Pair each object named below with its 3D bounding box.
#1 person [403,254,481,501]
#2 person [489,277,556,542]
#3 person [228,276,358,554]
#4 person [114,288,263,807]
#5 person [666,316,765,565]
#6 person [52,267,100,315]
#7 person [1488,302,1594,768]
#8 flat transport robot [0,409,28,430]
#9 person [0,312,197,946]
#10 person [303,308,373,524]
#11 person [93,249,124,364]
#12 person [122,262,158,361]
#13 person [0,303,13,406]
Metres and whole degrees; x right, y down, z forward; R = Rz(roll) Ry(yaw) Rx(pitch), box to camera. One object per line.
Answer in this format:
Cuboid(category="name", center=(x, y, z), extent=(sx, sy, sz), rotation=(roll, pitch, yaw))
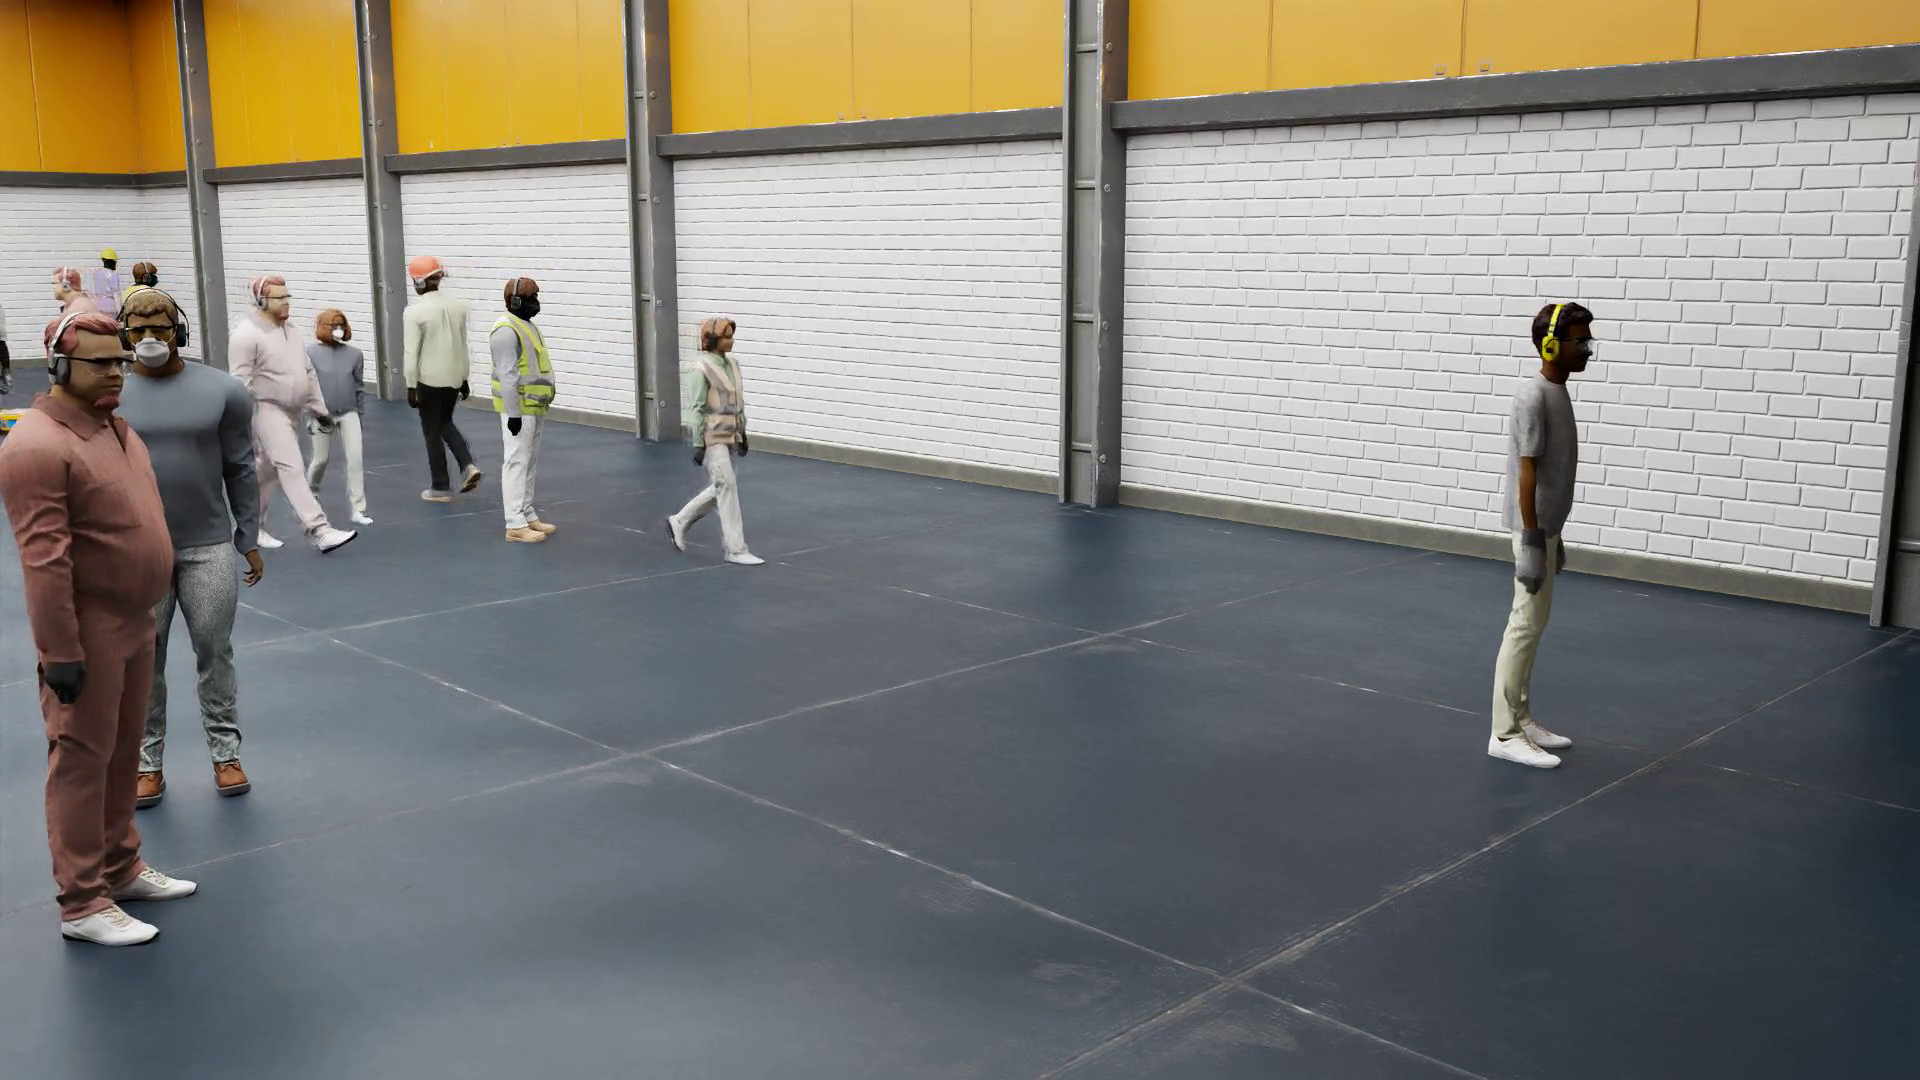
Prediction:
Cuboid(category="person", center=(-4.184, -1.285, 13.313), extent=(0.464, 1.978, 0.634), rotation=(6, 12, 31))
Cuboid(category="person", center=(-3.054, -0.916, 11.685), extent=(0.429, 1.842, 0.633), rotation=(0, 10, 0))
Cuboid(category="person", center=(-4.516, -0.832, 11.189), extent=(0.999, 1.855, 0.648), rotation=(2, 11, 8))
Cuboid(category="person", center=(-2.963, 0.030, 6.260), extent=(0.638, 1.937, 0.356), rotation=(-5, 12, -26))
Cuboid(category="person", center=(-1.615, -0.651, 10.837), extent=(0.698, 1.617, 0.520), rotation=(4, 11, 20))
Cuboid(category="person", center=(-7.800, -1.513, 14.935), extent=(1.004, 1.858, 0.652), rotation=(-3, 11, -17))
Cuboid(category="person", center=(2.375, -0.028, 6.772), extent=(0.314, 1.866, 0.557), rotation=(6, 12, 28))
Cuboid(category="flat transport robot", center=(-9.963, -1.301, 18.069), extent=(1.431, 0.197, 0.652), rotation=(0, 10, 0))
Cuboid(category="person", center=(-2.605, 0.263, 5.084), extent=(0.400, 1.905, 0.644), rotation=(-1, 10, -5))
Cuboid(category="person", center=(-4.698, -0.936, 12.443), extent=(0.497, 1.603, 0.762), rotation=(-8, 13, -39))
Cuboid(category="person", center=(-13.705, -3.734, 26.856), extent=(0.580, 1.918, 0.402), rotation=(6, 12, 30))
Cuboid(category="person", center=(-8.835, -2.105, 18.165), extent=(0.619, 1.845, 0.430), rotation=(8, 13, 36))
Cuboid(category="person", center=(-8.686, -1.500, 14.610), extent=(0.618, 1.933, 0.785), rotation=(-5, 11, -24))
